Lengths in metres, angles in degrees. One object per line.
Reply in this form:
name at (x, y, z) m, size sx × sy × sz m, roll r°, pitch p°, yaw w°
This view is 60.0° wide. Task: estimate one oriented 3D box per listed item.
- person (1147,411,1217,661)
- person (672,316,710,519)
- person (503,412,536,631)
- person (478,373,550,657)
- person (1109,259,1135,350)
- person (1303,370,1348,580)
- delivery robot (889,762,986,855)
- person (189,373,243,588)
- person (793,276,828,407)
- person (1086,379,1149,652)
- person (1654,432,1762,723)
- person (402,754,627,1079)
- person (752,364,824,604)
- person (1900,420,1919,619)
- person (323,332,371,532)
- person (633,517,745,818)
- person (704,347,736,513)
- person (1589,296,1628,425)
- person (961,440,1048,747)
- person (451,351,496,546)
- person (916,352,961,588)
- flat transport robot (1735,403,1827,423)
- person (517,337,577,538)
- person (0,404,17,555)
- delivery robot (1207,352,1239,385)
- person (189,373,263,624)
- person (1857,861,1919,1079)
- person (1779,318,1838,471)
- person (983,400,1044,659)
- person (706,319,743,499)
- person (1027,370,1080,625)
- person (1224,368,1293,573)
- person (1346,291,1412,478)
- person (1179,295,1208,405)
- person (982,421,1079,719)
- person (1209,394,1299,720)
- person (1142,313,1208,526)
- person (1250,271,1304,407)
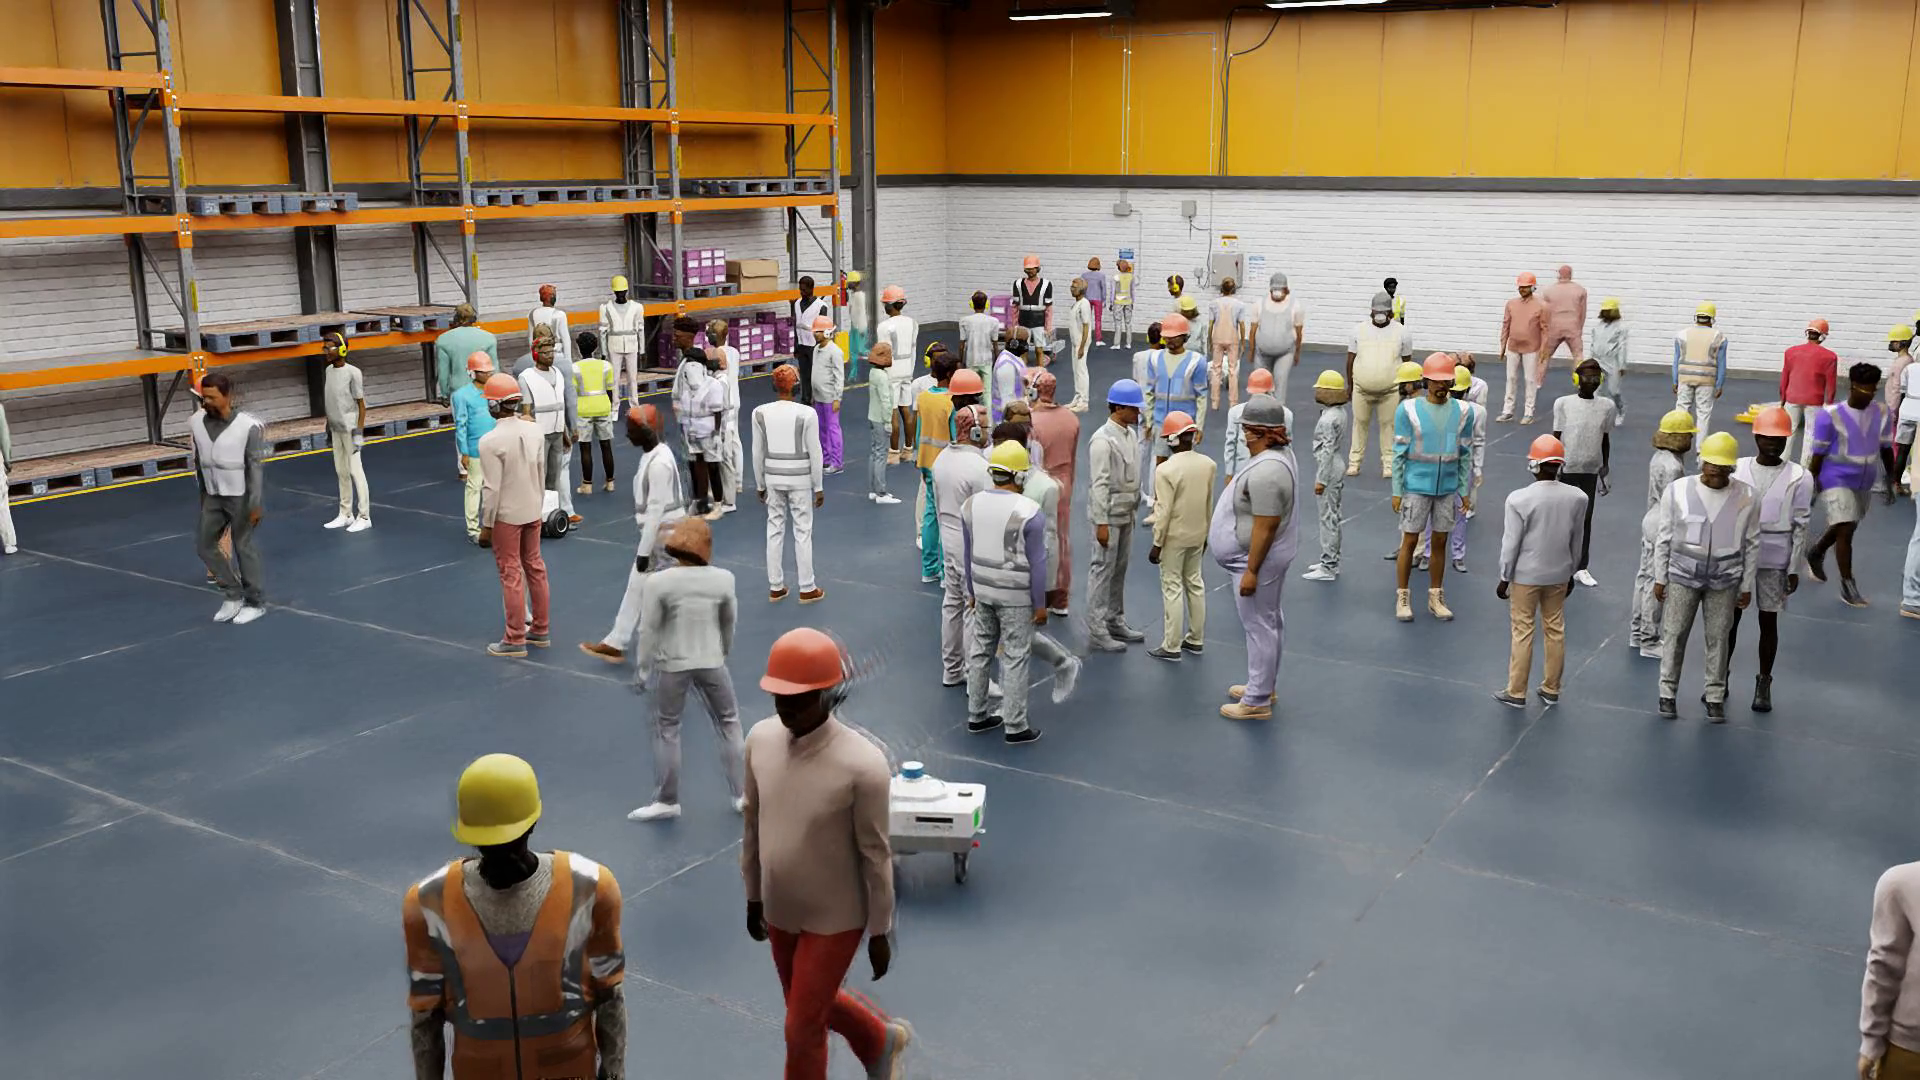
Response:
person at (1.520, -0.032, 11.593) m, size 0.575 × 1.740 × 0.343 m, roll -11°, pitch 17°, yaw -40°
person at (-2.605, -1.189, 16.128) m, size 0.373 × 1.964 × 0.605 m, roll -3°, pitch 13°, yaw -11°
person at (-3.244, -0.128, 12.237) m, size 0.311 × 1.639 × 0.523 m, roll -1°, pitch 13°, yaw -2°
person at (-3.140, -0.174, 11.657) m, size 0.378 × 1.996 × 0.610 m, roll 6°, pitch 14°, yaw 26°
person at (2.948, -4.280, 30.239) m, size 0.515 × 1.645 × 0.308 m, roll -6°, pitch 14°, yaw -25°
person at (3.037, -0.539, 13.797) m, size 0.295 × 1.744 × 0.491 m, roll 5°, pitch 14°, yaw 22°
delivery robot at (-0.228, 1.325, 8.111) m, size 0.707 × 0.478 × 0.477 m, roll 1°, pitch 13°, yaw 5°
person at (-6.027, -0.483, 13.529) m, size 0.330 × 1.750 × 0.572 m, roll -11°, pitch 17°, yaw -39°
person at (-2.002, -2.579, 22.268) m, size 0.587 × 1.915 × 0.392 m, roll 11°, pitch 17°, yaw 41°
person at (1.113, -0.178, 11.808) m, size 0.416 × 1.939 × 0.604 m, roll 7°, pitch 15°, yaw 28°
person at (4.612, 0.226, 10.306) m, size 0.594 × 1.824 × 0.403 m, roll 5°, pitch 14°, yaw 19°
person at (-1.217, 1.494, 4.621) m, size 0.592 × 1.919 × 0.409 m, roll -2°, pitch 13°, yaw -10°
person at (-1.336, -0.431, 13.024) m, size 0.573 × 1.883 × 0.355 m, roll 4°, pitch 14°, yaw 17°
person at (7.417, -0.394, 12.618) m, size 0.384 × 1.992 × 0.618 m, roll 8°, pitch 15°, yaw 32°
person at (-5.770, -1.011, 15.564) m, size 0.521 × 1.874 × 0.327 m, roll 8°, pitch 15°, yaw 32°
person at (-1.398, 0.680, 8.807) m, size 0.785 × 1.605 × 0.344 m, roll -5°, pitch 14°, yaw -21°
person at (-2.368, -1.080, 16.372) m, size 0.310 × 1.638 × 0.522 m, roll -3°, pitch 13°, yaw -15°
person at (8.320, -2.268, 21.335) m, size 0.755 × 1.719 × 0.495 m, roll -12°, pitch 17°, yaw -41°
person at (0.274, 0.314, 9.943) m, size 0.588 × 1.825 × 0.405 m, roll 12°, pitch 17°, yaw 41°
person at (-4.305, -0.838, 15.066) m, size 0.327 × 1.752 × 0.561 m, roll 8°, pitch 15°, yaw 32°
person at (-0.136, -0.569, 13.541) m, size 0.377 × 1.917 × 0.599 m, roll -9°, pitch 16°, yaw -35°
flat transport robot at (11.009, -1.685, 21.994) m, size 1.431 × 0.197 × 0.652 m, roll -7°, pitch 15°, yaw -29°
person at (-3.841, -0.961, 15.399) m, size 0.389 × 1.846 × 0.565 m, roll 6°, pitch 14°, yaw 24°
person at (-8.543, -0.649, 14.499) m, size 0.511 × 1.641 × 0.307 m, roll -10°, pitch 16°, yaw -36°
delivery robot at (3.961, -2.604, 25.153) m, size 0.477 × 0.478 × 0.707 m, roll 6°, pitch 14°, yaw 26°
person at (-5.462, -0.301, 12.400) m, size 0.614 × 1.900 × 0.517 m, roll 4°, pitch 13°, yaw 15°
person at (2.923, 1.509, 4.887) m, size 0.517 × 1.757 × 0.342 m, roll 6°, pitch 14°, yaw 23°
person at (9.286, -1.556, 18.220) m, size 0.573 × 1.738 × 0.355 m, roll 12°, pitch 18°, yaw 43°
person at (0.380, -0.067, 11.560) m, size 0.515 × 1.835 × 0.355 m, roll -9°, pitch 16°, yaw -33°
person at (-2.433, -1.335, 17.023) m, size 0.348 × 1.847 × 0.505 m, roll 6°, pitch 14°, yaw 25°
person at (0.606, -0.320, 12.485) m, size 0.403 × 1.911 × 0.637 m, roll 12°, pitch 17°, yaw 41°
person at (2.490, -0.569, 13.921) m, size 0.565 × 1.743 × 0.335 m, roll 2°, pitch 13°, yaw 8°
person at (4.549, -1.694, 18.156) m, size 0.689 × 2.000 × 0.539 m, roll 4°, pitch 14°, yaw 18°
person at (2.960, -2.310, 21.547) m, size 0.497 × 1.721 × 0.456 m, roll -2°, pitch 13°, yaw -9°
person at (0.398, 0.192, 10.308) m, size 0.592 × 1.893 × 0.601 m, roll -12°, pitch 18°, yaw -42°
person at (1.824, 0.097, 10.387) m, size 0.535 × 2.000 × 0.674 m, roll 5°, pitch 14°, yaw 19°
person at (2.007, -1.110, 15.624) m, size 0.609 × 2.040 × 0.406 m, roll 8°, pitch 15°, yaw 30°
person at (4.145, -2.531, 21.783) m, size 0.691 × 2.000 × 0.743 m, roll 5°, pitch 14°, yaw 19°
